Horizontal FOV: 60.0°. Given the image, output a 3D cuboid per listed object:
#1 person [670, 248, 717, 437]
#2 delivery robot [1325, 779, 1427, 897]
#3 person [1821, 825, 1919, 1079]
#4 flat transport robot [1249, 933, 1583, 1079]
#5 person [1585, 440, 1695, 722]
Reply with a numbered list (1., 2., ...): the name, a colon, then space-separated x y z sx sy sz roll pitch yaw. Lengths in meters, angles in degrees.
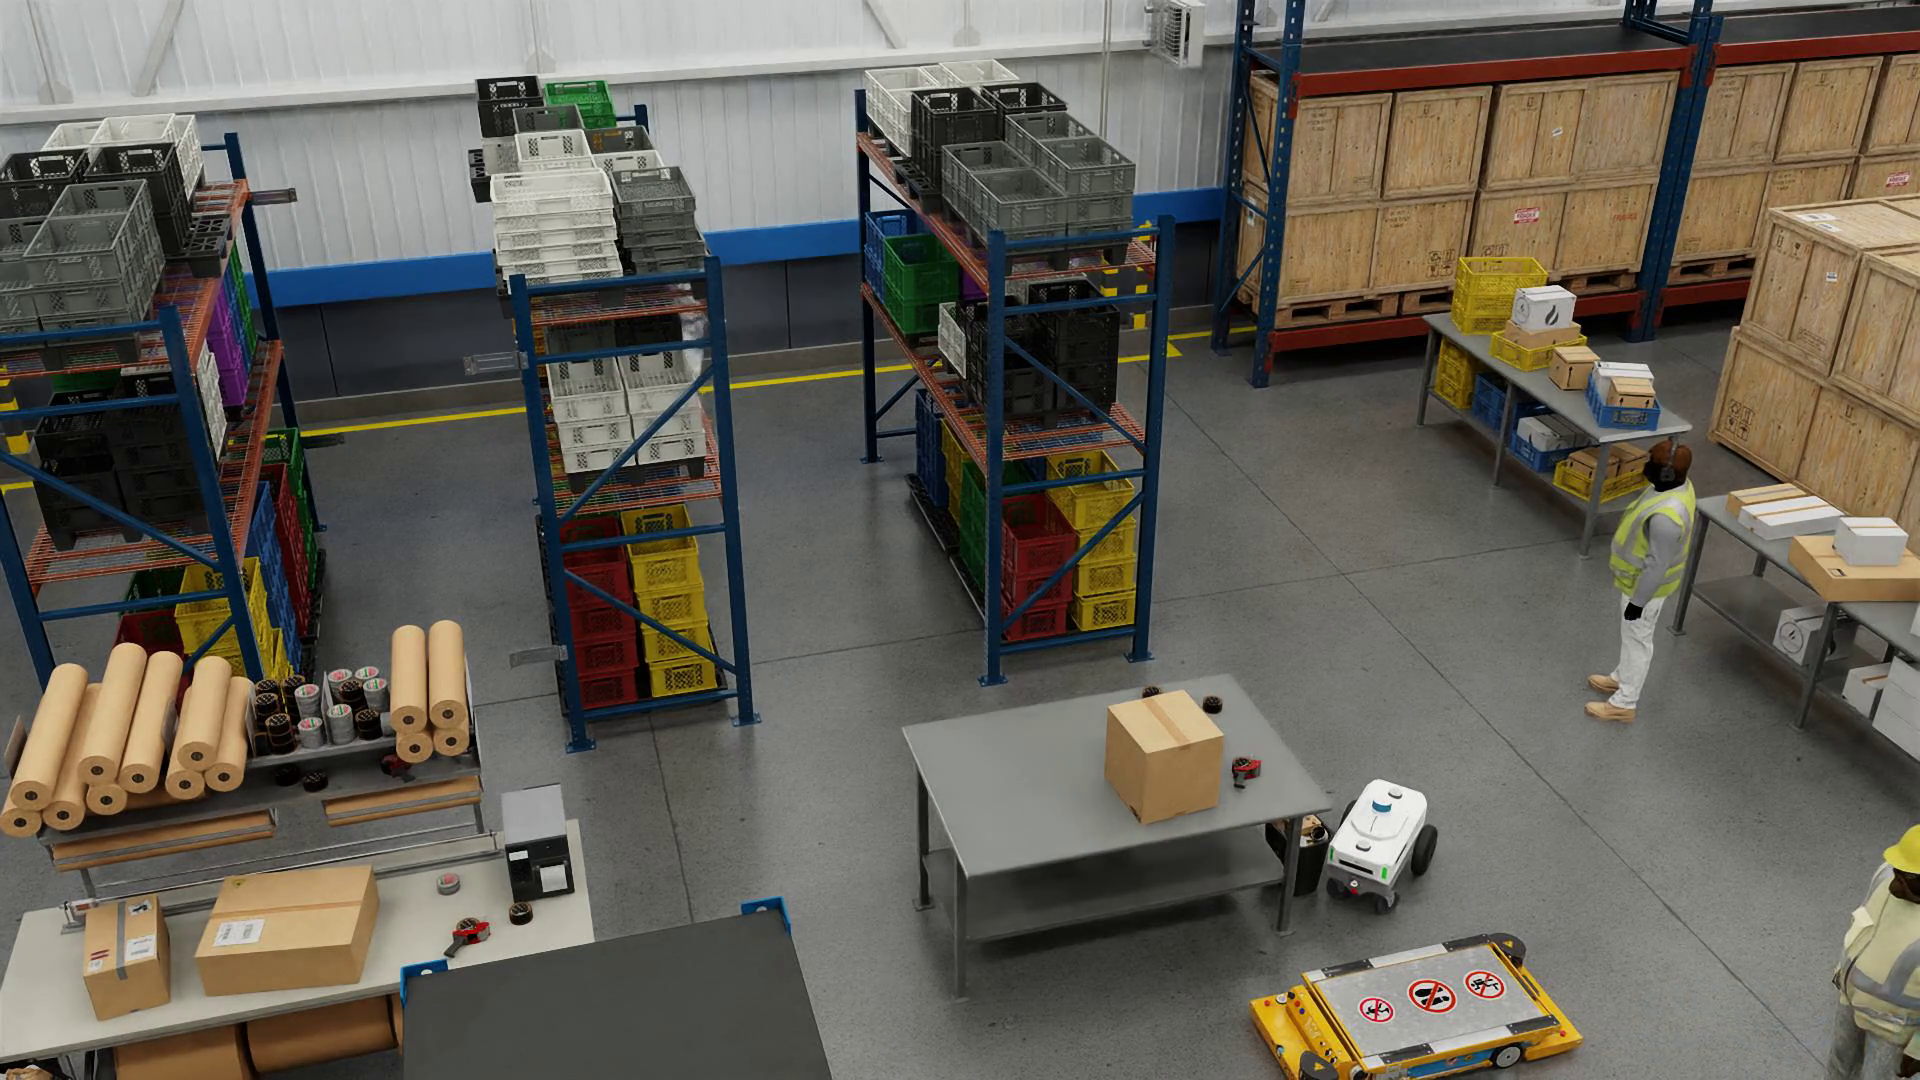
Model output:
1. person: -2.216 -1.716 13.625 0.690 1.853 0.553 20 34 31
2. delivery robot: 2.228 1.576 8.878 0.477 0.478 0.707 16 33 27
3. person: 3.875 1.939 6.994 0.404 1.830 0.601 -2 29 -4
4. flat transport robot: 2.184 2.282 7.980 1.431 0.197 0.652 -8 30 -14
5. person: 4.132 0.241 10.075 0.429 1.844 0.625 12 31 20
